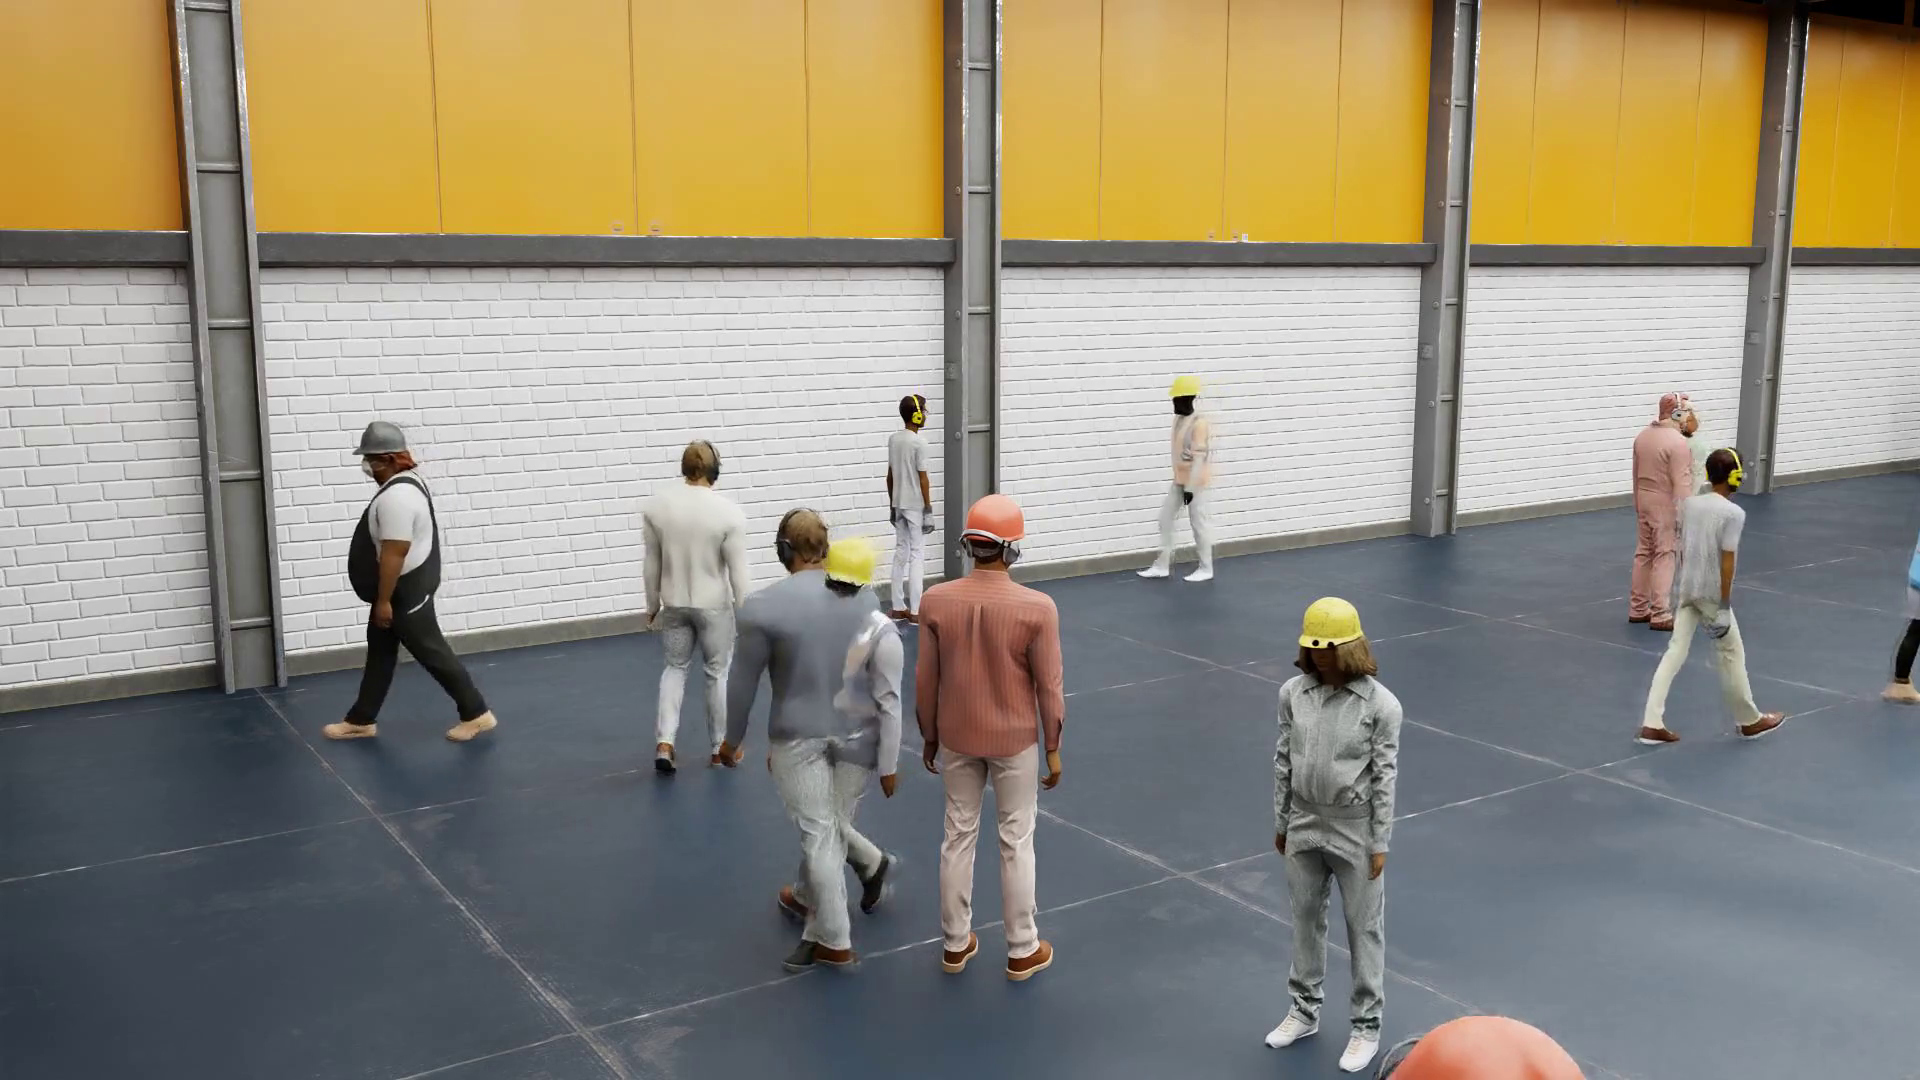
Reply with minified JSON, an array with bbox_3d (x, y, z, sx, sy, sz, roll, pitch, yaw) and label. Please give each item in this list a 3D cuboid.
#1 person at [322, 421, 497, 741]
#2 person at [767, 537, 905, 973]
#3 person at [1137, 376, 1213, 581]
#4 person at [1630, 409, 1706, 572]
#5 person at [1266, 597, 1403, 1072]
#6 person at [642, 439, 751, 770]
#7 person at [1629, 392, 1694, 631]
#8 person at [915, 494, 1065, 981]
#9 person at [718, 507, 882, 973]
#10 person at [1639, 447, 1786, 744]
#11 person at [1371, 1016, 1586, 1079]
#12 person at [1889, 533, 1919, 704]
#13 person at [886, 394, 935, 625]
[{"bbox_3d":[-3.358,0.230,10.120,1.039,2.000,0.697,-2,10,-14],"label":"person"},{"bbox_3d":[-0.517,0.860,7.084,0.597,1.785,0.794,8,12,40],"label":"person"},{"bbox_3d":[1.986,-0.543,15.222,0.833,1.894,0.615,-3,10,-18],"label":"person"},{"bbox_3d":[6.750,-0.448,15.569,0.874,1.582,0.520,-4,10,-22],"label":"person"},{"bbox_3d":[1.345,1.058,6.057,0.480,1.736,0.323,7,12,37],"label":"person"},{"bbox_3d":[-1.516,0.384,9.526,0.679,1.935,0.507,2,10,15],"label":"person"},{"bbox_3d":[5.649,-0.231,13.313,0.402,1.904,0.652,-1,10,-8],"label":"person"},{"bbox_3d":[0.129,0.804,6.799,0.624,1.992,0.386,3,10,19],"label":"person"},{"bbox_3d":[-0.691,0.808,7.045,0.646,1.896,0.896,-7,12,-37],"label":"person"},{"bbox_3d":[4.581,0.345,10.117,0.984,1.817,0.546,-3,10,-20],"label":"person"},{"bbox_3d":[0.627,1.560,2.235,0.665,2.019,0.486,5,10,26],"label":"person"},{"bbox_3d":[6.526,0.285,10.877,0.700,1.673,0.545,3,10,15],"label":"person"},{"bbox_3d":[-0.390,-0.248,13.510,0.333,1.873,0.520,-7,12,-37],"label":"person"}]
